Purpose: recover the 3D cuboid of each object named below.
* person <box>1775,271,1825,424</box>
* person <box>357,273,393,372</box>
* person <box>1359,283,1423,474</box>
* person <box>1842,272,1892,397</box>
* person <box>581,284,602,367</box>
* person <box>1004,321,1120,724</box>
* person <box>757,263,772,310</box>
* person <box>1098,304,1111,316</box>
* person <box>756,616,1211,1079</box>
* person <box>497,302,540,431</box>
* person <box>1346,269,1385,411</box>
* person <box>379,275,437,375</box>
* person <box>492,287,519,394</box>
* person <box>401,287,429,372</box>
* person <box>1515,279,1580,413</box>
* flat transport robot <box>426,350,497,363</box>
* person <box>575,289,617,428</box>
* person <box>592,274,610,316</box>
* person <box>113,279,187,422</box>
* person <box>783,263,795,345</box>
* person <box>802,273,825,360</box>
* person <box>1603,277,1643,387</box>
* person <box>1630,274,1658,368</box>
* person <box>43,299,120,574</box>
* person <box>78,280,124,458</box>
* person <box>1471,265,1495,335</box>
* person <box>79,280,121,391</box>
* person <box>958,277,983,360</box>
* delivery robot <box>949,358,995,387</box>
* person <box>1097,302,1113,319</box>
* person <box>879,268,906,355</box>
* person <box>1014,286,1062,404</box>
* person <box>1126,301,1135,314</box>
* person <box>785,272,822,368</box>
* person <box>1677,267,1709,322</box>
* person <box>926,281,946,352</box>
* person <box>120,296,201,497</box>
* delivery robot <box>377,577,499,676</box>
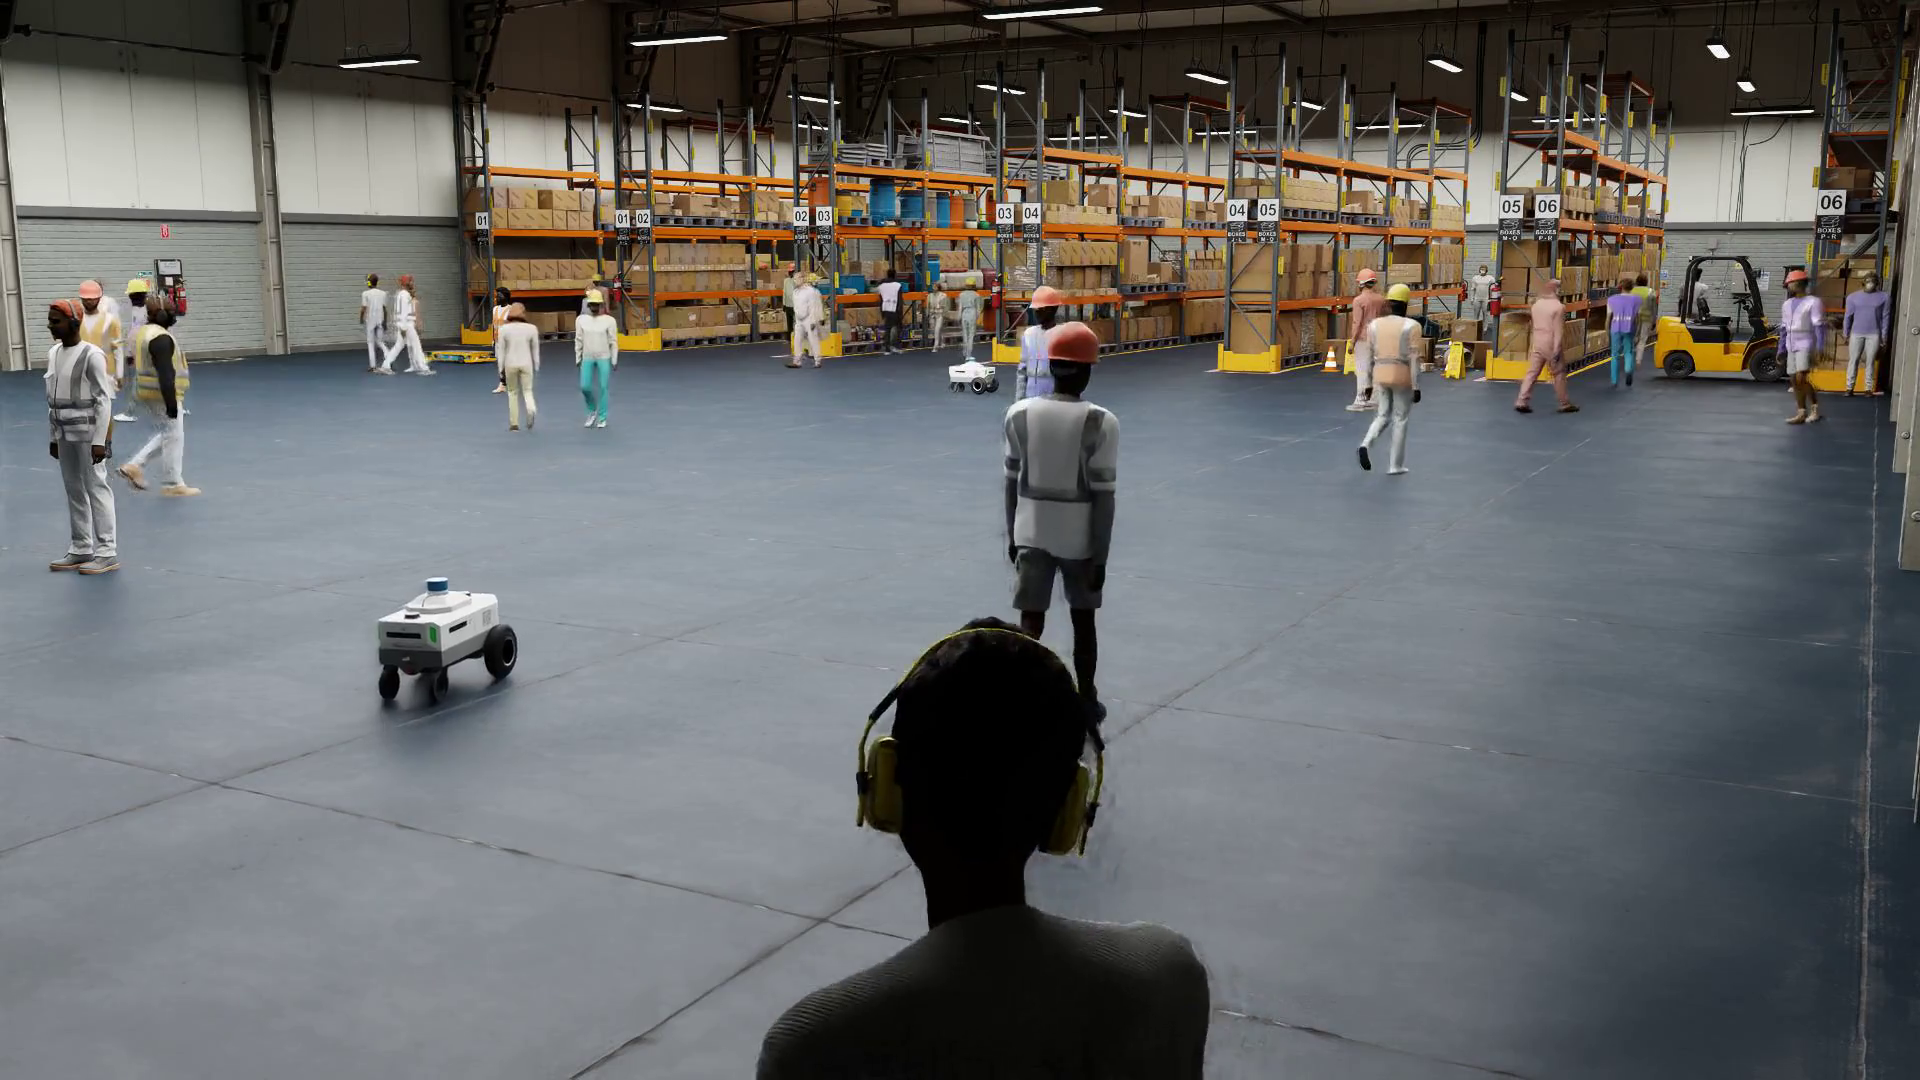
[{"bbox_3d":[10.872,-2.473,21.494,0.414,1.988,0.727,-2,10,-14],"label":"person"},{"bbox_3d":[-10.994,-4.066,31.216,0.517,1.851,0.515,7,12,34],"label":"person"},{"bbox_3d":[4.267,-1.579,16.473,0.611,1.910,0.592,-9,13,-44],"label":"person"},{"bbox_3d":[13.978,-3.154,25.688,0.643,1.923,0.422,5,11,26],"label":"person"},{"bbox_3d":[-7.246,-4.217,32.709,0.500,1.636,0.280,5,11,28],"label":"person"},{"bbox_3d":[0.425,-0.010,7.351,0.558,1.902,0.969,3,10,19],"label":"person"},{"bbox_3d":[-5.407,-6.582,45.554,0.623,1.990,1.086,6,11,32],"label":"person"},{"bbox_3d":[4.398,-7.517,51.214,0.710,1.912,0.458,-6,11,-30],"label":"person"},{"bbox_3d":[0.027,1.002,1.661,0.561,1.813,1.003,-4,10,-21],"label":"person"},{"bbox_3d":[-5.449,-2.129,20.576,0.517,1.615,0.543,-4,10,-22],"label":"person"},{"bbox_3d":[5.711,-2.814,23.444,0.610,1.996,0.378,-7,12,-35],"label":"person"},{"bbox_3d":[-10.178,-3.925,30.439,0.973,1.842,0.596,-5,11,-26],"label":"person"},{"bbox_3d":[-7.175,-3.142,26.241,0.535,1.697,0.318,5,11,28],"label":"person"},{"bbox_3d":[-10.320,-3.966,31.289,0.377,1.627,0.522,-8,12,-39],"label":"person"},{"bbox_3d":[8.146,-2.673,23.050,0.995,1.863,0.658,-4,11,-23],"label":"person"},{"bbox_3d":[-10.227,-3.769,34.079,1.431,0.197,0.652,5,11,28],"label":"flat transport robot"},{"bbox_3d":[-4.600,-2.281,21.010,0.546,1.751,0.449,0,10,-1],"label":"person"},{"bbox_3d":[-8.647,-5.491,39.803,0.549,1.752,0.407,1,10,6],"label":"person"},{"bbox_3d":[-10.766,-2.498,21.967,1.011,1.873,0.611,-9,14,-44],"label":"person"},{"bbox_3d":[-4.076,-5.748,40.626,0.612,1.995,0.382,5,11,28],"label":"person"},{"bbox_3d":[-3.067,-4.672,34.837,0.431,1.815,0.604,-8,12,-38],"label":"person"},{"bbox_3d":[11.001,-3.442,27.622,0.578,1.831,0.433,2,10,12],"label":"person"},{"bbox_3d":[13.329,-4.290,32.613,0.647,1.813,0.771,5,11,26],"label":"person"},{"bbox_3d":[-6.070,-0.707,11.444,0.574,1.883,0.356,5,11,28],"label":"person"},{"bbox_3d":[-9.282,-1.824,17.854,0.565,1.922,0.413,-2,10,-13],"label":"person"},{"bbox_3d":[14.479,-6.659,46.127,0.630,1.940,0.372,5,11,28],"label":"person"},{"bbox_3d":[-13.691,-3.226,26.462,0.639,1.797,0.945,-1,10,-3],"label":"person"},{"bbox_3d":[0.247,-4.683,35.187,0.506,1.718,0.657,5,11,26],"label":"person"},{"bbox_3d":[0.188,-2.654,26.447,0.707,0.478,0.477,5,11,28],"label":"delivery robot"},{"bbox_3d":[4.105,-6.764,47.047,0.546,1.833,0.406,6,11,32],"label":"person"},{"bbox_3d":[-1.463,-5.069,36.943,0.622,1.894,0.722,5,11,26],"label":"person"},{"bbox_3d":[0.719,-1.206,14.242,0.553,1.922,0.400,9,13,41],"label":"person"},{"bbox_3d":[5.125,-7.533,51.411,0.957,1.884,0.545,4,10,21],"label":"person"},{"bbox_3d":[-3.011,-4.238,32.229,0.647,1.864,0.696,9,14,44],"label":"person"},{"bbox_3d":[16.163,-5.053,36.710,0.629,1.943,0.724,5,11,25],"label":"person"},{"bbox_3d":[-0.503,-5.091,37.903,0.520,1.616,0.649,5,11,27],"label":"person"},{"bbox_3d":[-7.216,-1.276,14.961,0.546,1.829,0.624,-7,12,-35],"label":"person"},{"bbox_3d":[-2.621,0.433,8.375,0.477,0.478,0.707,2,10,11],"label":"delivery robot"}]
